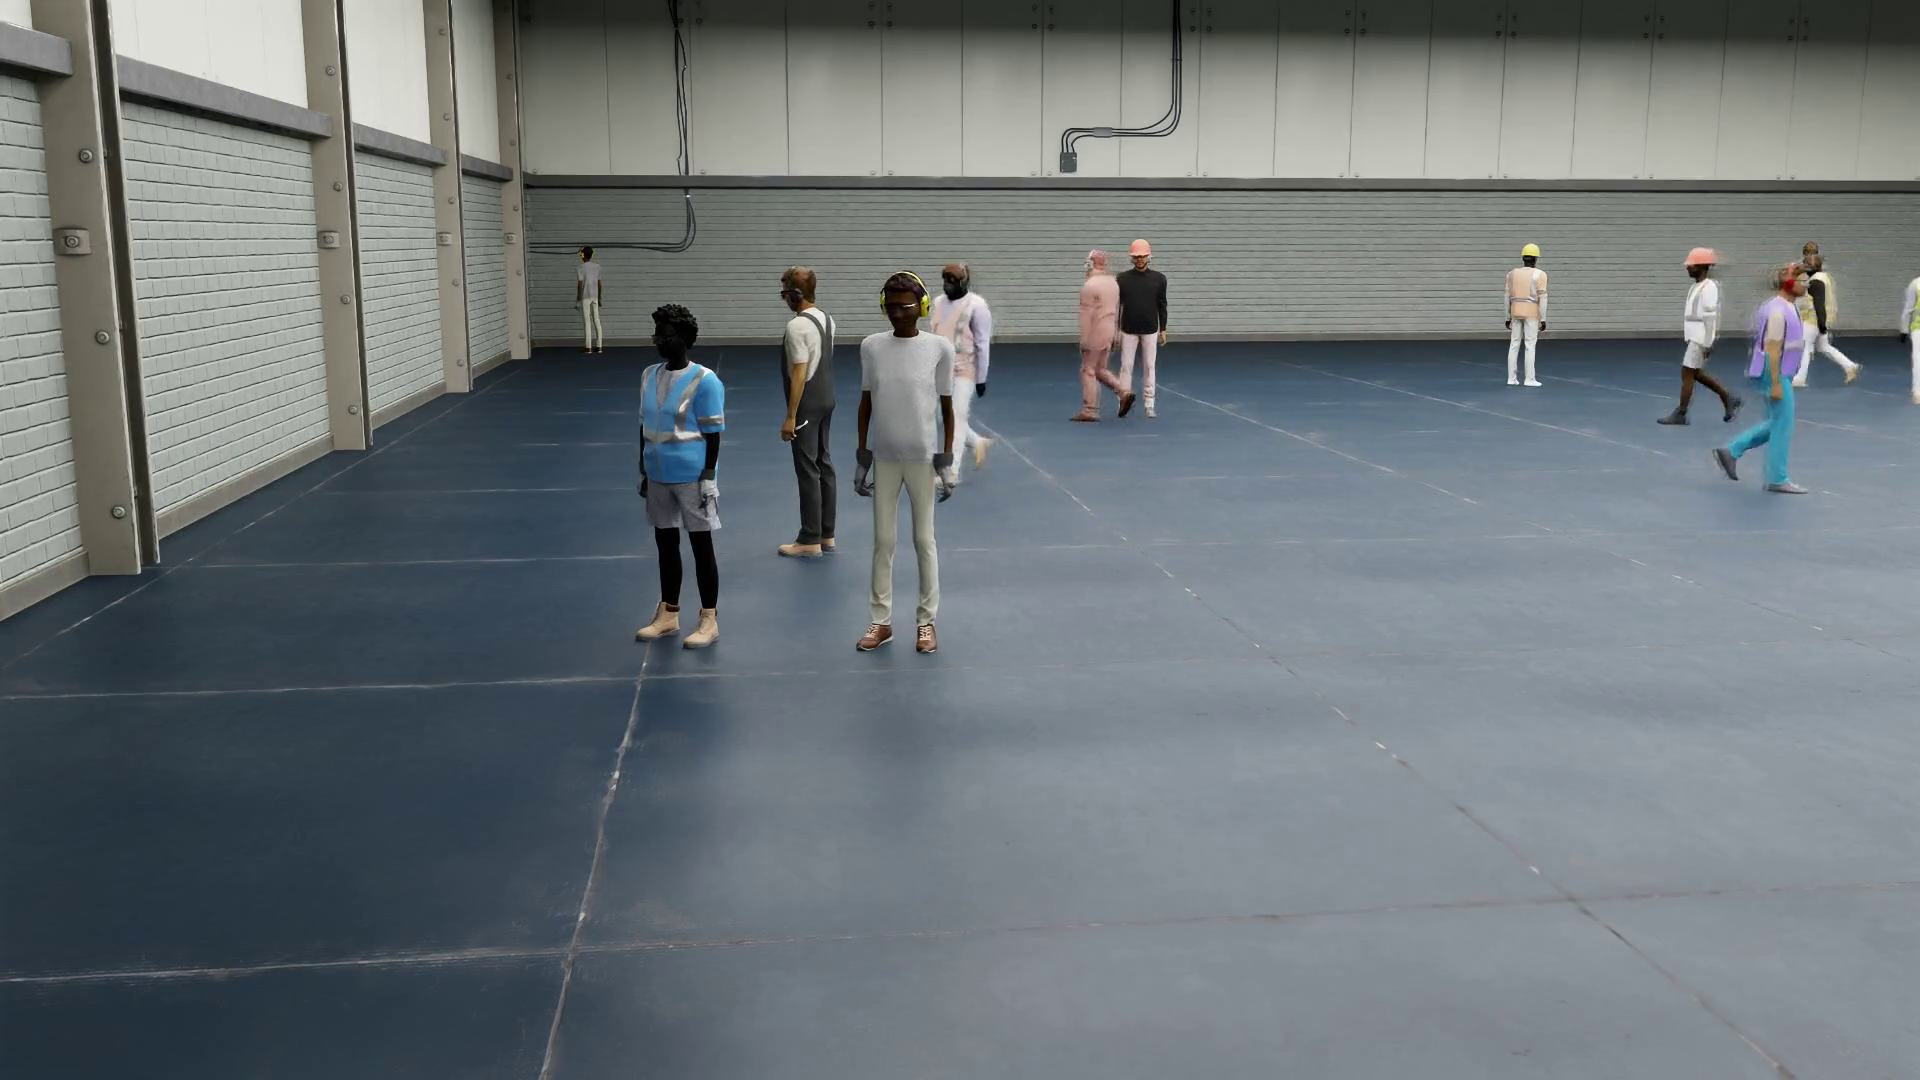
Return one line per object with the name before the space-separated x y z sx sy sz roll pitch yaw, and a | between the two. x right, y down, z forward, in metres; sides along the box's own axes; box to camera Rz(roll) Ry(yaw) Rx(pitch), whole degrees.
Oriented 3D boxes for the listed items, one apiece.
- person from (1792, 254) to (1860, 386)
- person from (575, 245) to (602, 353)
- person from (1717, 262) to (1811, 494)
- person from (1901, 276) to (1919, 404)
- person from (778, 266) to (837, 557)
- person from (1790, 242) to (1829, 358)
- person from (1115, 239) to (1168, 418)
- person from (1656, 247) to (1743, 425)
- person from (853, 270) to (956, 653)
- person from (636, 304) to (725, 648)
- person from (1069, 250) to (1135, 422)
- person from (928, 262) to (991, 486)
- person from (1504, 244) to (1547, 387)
person | 11.692 -2.954 22.458 0.836 1.809 0.637 7 12 34
person | -6.489 -4.198 29.052 0.329 1.873 0.515 10 14 43
person | 6.450 -1.288 13.228 0.625 1.830 0.571 7 12 33
person | 11.840 -2.578 20.316 0.657 1.821 0.618 2 10 9
person | -0.973 -0.808 10.557 0.345 1.840 0.504 4 11 21
person | 14.232 -4.035 27.971 0.635 1.938 0.359 7 12 34
person | 2.012 -2.363 18.649 0.626 1.992 0.387 1 10 4
person | 8.017 -2.176 17.860 0.813 1.919 0.556 2 10 10
person | -0.270 -0.375 8.118 0.521 1.865 0.327 2 11 12
person | -1.394 -0.315 8.243 0.535 1.697 0.318 7 12 32
person | 1.553 -2.221 18.195 0.590 1.886 0.661 6 12 31
person | 0.000 -1.374 13.692 0.696 1.826 0.637 -9 14 -42
person | 7.685 -3.043 22.569 0.378 1.923 0.595 -10 14 -43
